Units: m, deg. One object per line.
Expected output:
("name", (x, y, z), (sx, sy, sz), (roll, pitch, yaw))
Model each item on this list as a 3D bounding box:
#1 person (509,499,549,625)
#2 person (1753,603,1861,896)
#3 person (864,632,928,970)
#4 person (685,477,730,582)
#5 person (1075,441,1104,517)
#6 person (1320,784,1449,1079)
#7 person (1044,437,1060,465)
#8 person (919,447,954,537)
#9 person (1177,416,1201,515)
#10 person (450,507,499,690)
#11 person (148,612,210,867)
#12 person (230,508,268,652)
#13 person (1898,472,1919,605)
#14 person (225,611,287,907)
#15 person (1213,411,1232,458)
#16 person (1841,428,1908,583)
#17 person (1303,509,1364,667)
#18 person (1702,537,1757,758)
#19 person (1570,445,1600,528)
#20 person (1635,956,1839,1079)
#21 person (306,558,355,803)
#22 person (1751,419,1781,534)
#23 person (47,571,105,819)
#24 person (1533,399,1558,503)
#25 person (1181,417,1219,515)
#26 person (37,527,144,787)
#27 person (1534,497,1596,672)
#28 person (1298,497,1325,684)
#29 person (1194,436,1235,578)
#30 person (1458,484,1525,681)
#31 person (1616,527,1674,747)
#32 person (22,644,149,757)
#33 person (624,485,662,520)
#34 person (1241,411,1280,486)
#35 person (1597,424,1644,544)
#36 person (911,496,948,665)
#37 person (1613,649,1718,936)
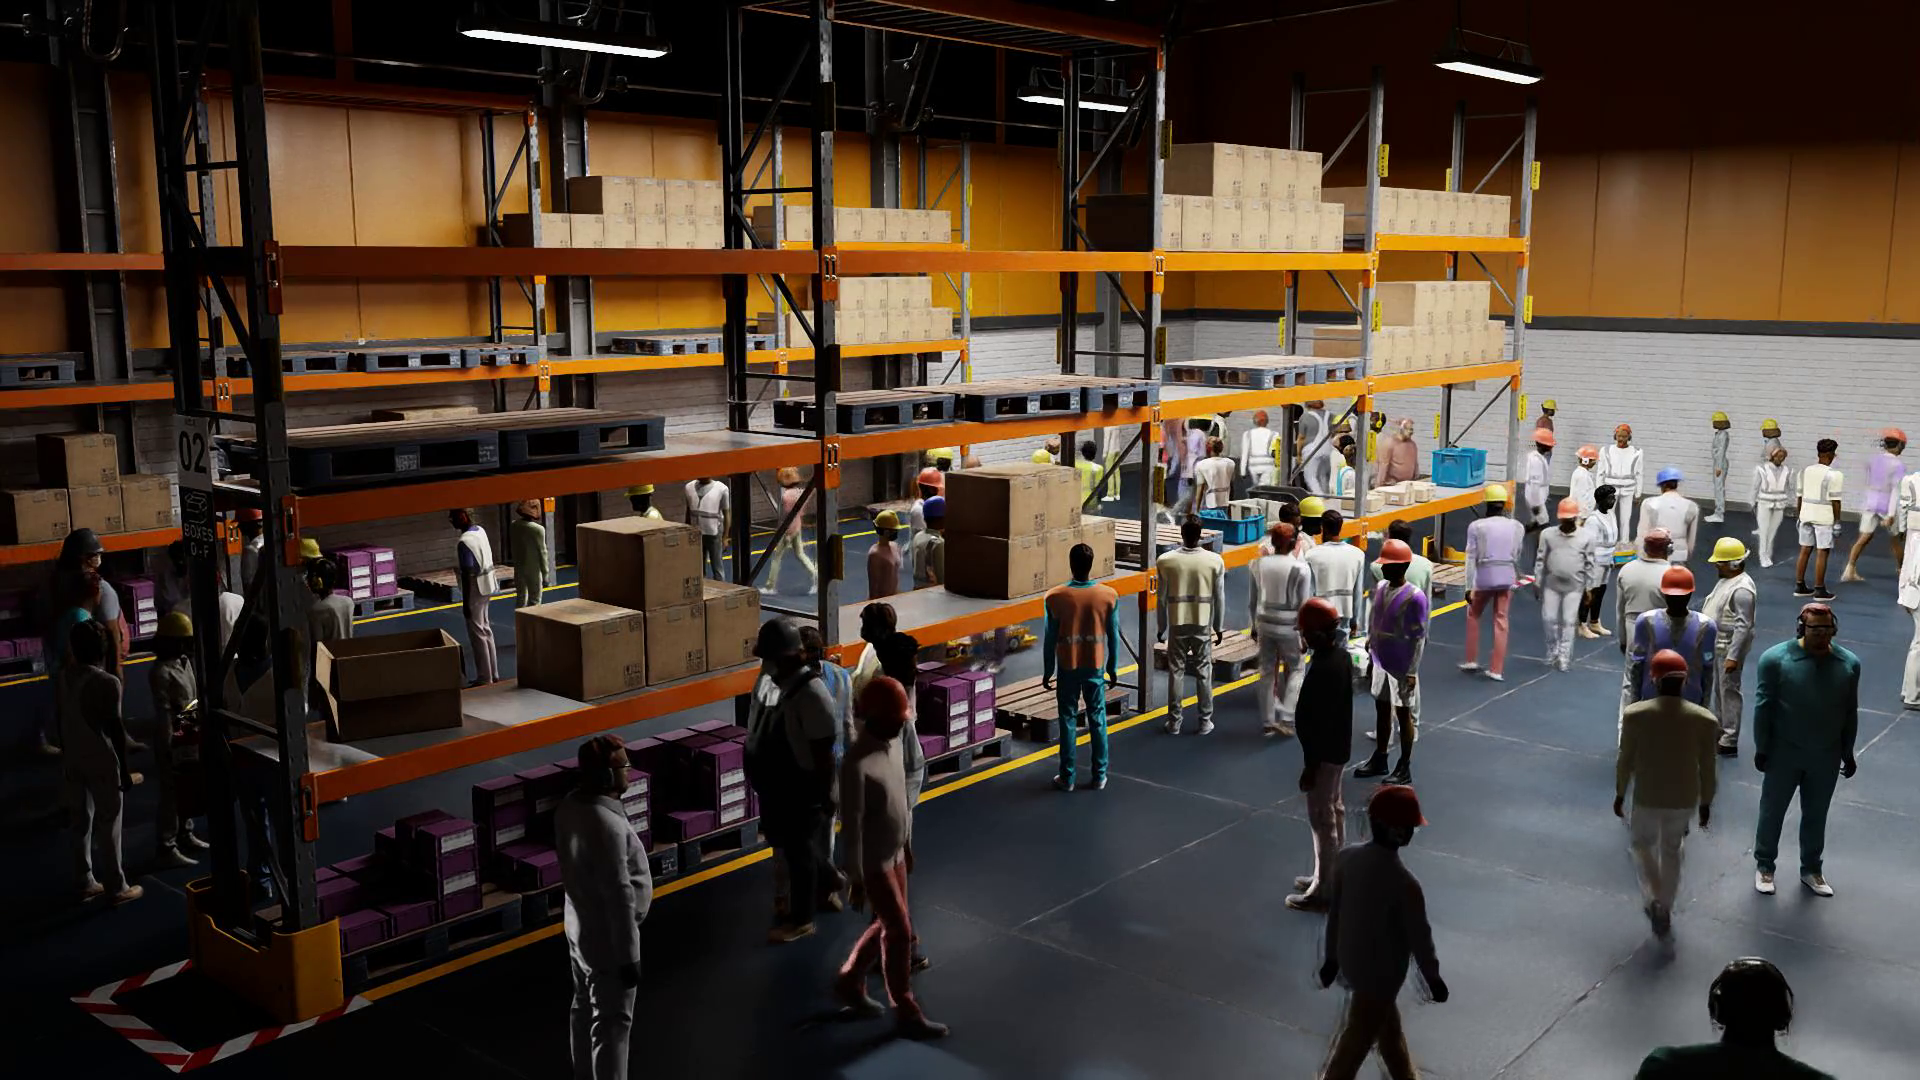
("person", (-4.520, 0.339, 17.511), (0.504, 1.622, 0.299), (6, 11, 30))
("person", (5.432, 1.340, 10.680), (0.639, 1.910, 0.407), (1, 10, 6))
("person", (-0.383, 1.487, 9.626), (0.361, 1.963, 0.618), (-1, 10, -8))
("person", (-2.895, -0.045, 19.136), (0.564, 1.845, 0.389), (4, 10, 24))
("person", (1.754, -0.519, 22.521), (0.549, 1.642, 0.858), (7, 12, 34))
("person", (1.968, 1.949, 7.639), (0.873, 1.698, 0.551), (-2, 10, -13))
("person", (1.265, -0.608, 23.110), (0.309, 1.640, 0.513), (2, 10, 11))
("person", (-0.208, -0.175, 19.763), (0.584, 1.904, 0.465), (2, 10, 10))
("person", (3.700, -1.364, 26.566), (0.389, 1.996, 0.612), (-4, 10, -25))
("person", (-4.611, 0.527, 15.789), (0.418, 1.828, 0.561), (0, 10, -1))
("person", (-5.267, 1.336, 11.231), (0.336, 1.735, 0.487), (-1, 10, -4))
("person", (-6.345, 0.600, 15.045), (0.387, 1.929, 0.543), (0, 10, 1))
("person", (11.399, -0.160, 19.624), (0.585, 1.918, 0.409), (5, 11, 26))
("person", (-4.359, 1.381, 10.403), (0.593, 1.920, 0.391), (4, 10, 21))
("person", (4.043, -1.238, 25.849), (0.407, 1.986, 0.616), (0, 10, 2))
("person", (11.669, -0.416, 20.993), (1.053, 1.983, 0.607), (-3, 10, -16))
("person", (3.254, 0.687, 14.590), (0.597, 1.909, 0.405), (-3, 10, -18))
("person", (6.304, 0.878, 13.693), (0.403, 1.823, 0.588), (2, 10, 12))
("person", (7.929, -0.338, 21.165), (0.327, 1.750, 0.561), (2, 10, 13))
("person", (2.427, 2.247, 5.240), (0.639, 1.921, 0.733), (3, 10, 18))
("person", (-4.735, 1.054, 12.540), (0.326, 1.862, 0.510), (3, 10, 16))
("person", (12.065, -0.946, 24.854), (0.321, 1.737, 0.483), (7, 12, 36))
("person", (-6.464, 1.131, 12.224), (0.476, 1.803, 0.594), (-6, 11, -31))
("person", (9.896, -1.505, 28.133), (0.343, 1.756, 0.534), (8, 13, 41))
("person", (3.684, -1.195, 25.459), (0.611, 2.032, 0.411), (5, 11, 28))
("person", (-6.703, 0.908, 12.864), (0.682, 2.000, 0.536), (4, 10, 22))
("person", (6.016, 0.435, 16.571), (0.572, 1.748, 0.375), (5, 11, 27))
("person", (3.193, 0.553, 15.321), (0.366, 1.926, 0.594), (2, 10, 13))
("person", (3.260, -0.410, 21.311), (0.564, 1.846, 0.392), (-4, 10, -24))
("person", (5.191, 0.399, 16.314), (0.586, 1.896, 0.729), (0, 10, -2))
("person", (5.698, 0.841, 13.649), (0.410, 1.913, 0.651), (-5, 11, -28))
("person", (-7.258, 0.921, 13.611), (1.003, 1.774, 0.570), (1, 10, 3))
("person", (-3.166, 0.307, 16.837), (0.407, 1.918, 0.582), (-3, 10, -16))
("person", (4.592, -1.039, 25.167), (0.655, 1.821, 1.012), (4, 10, 25))
("person", (8.932, -0.635, 22.544), (0.583, 1.882, 0.337), (3, 10, 18))
("person", (-0.233, 0.564, 15.194), (0.384, 1.948, 0.605), (-5, 11, -27))
("person", (4.268, 1.539, 10.027), (0.581, 1.725, 0.630), (0, 10, 3))
